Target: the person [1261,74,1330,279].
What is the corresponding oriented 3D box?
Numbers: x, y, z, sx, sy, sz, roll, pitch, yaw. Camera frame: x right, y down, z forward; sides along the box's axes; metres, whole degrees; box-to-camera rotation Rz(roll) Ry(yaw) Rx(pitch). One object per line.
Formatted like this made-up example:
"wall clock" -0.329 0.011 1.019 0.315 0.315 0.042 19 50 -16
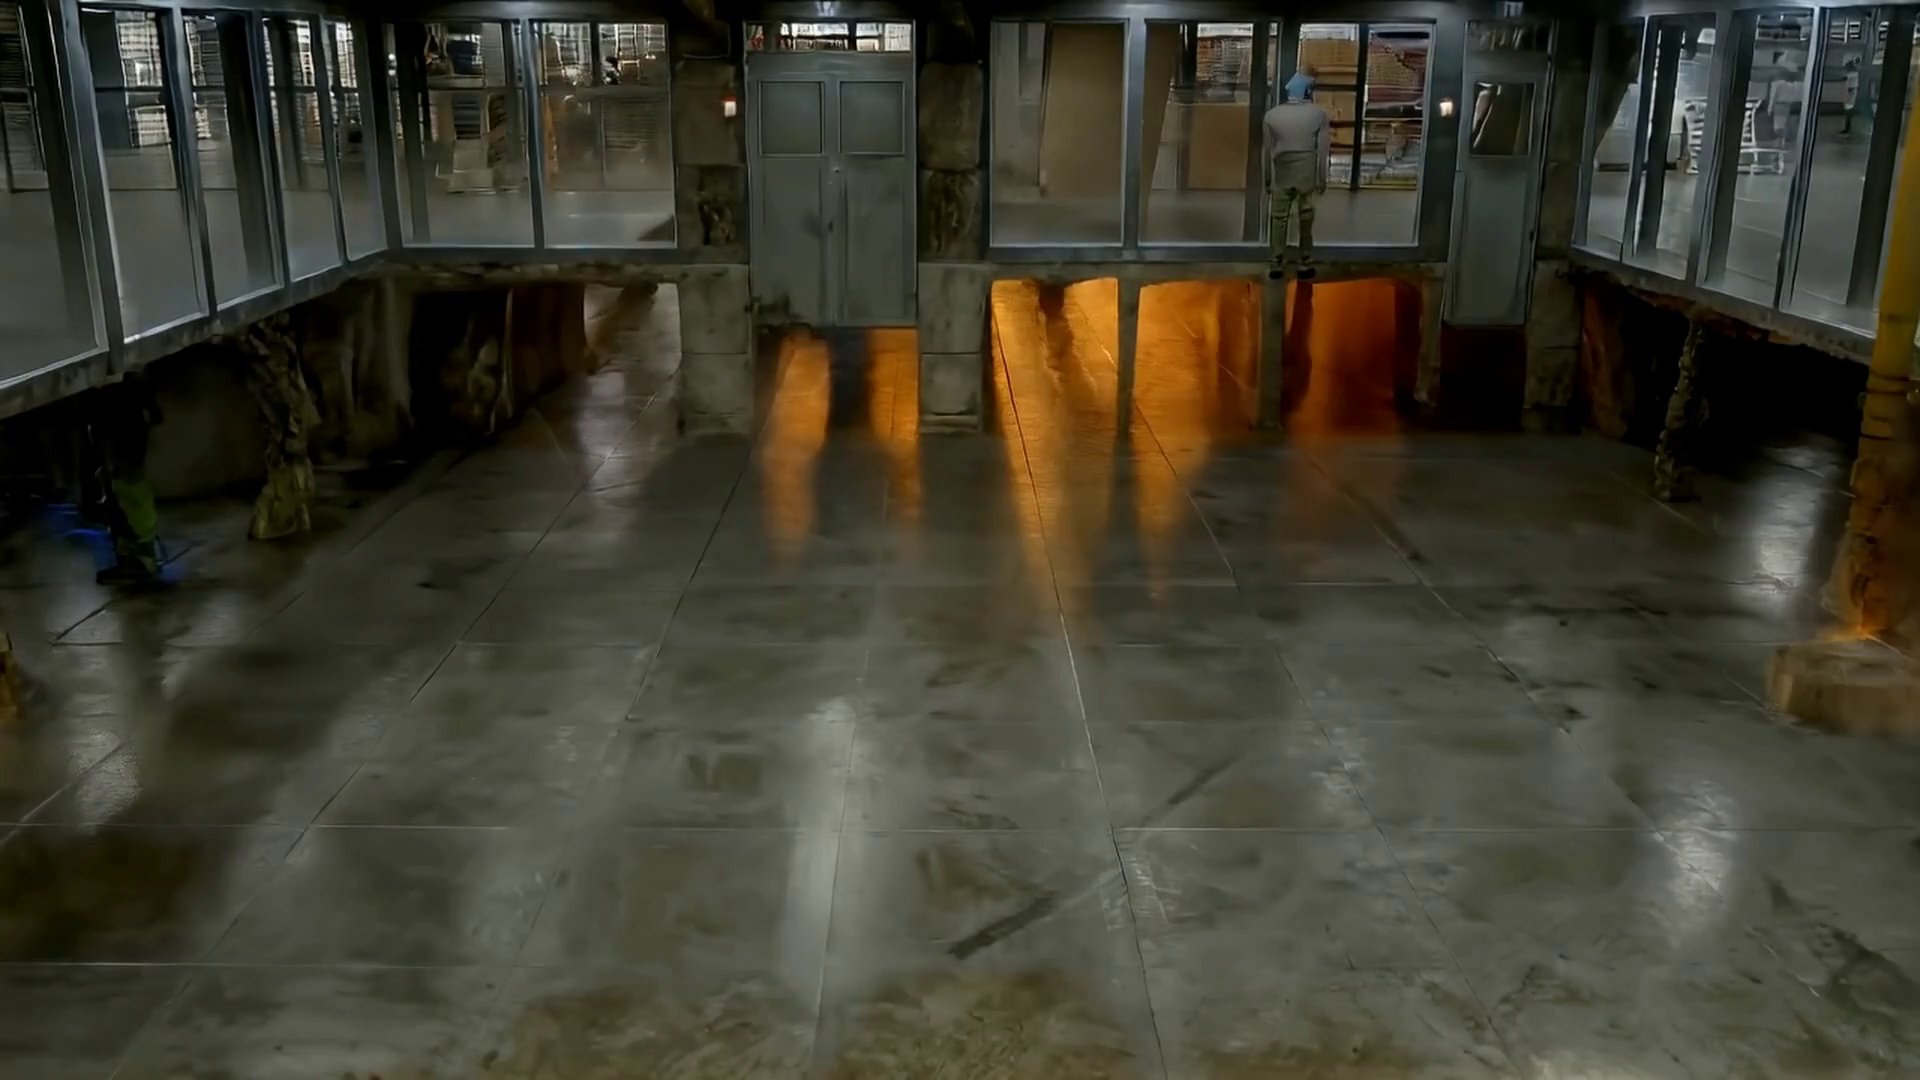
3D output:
"person" 3.196 -3.457 15.863 0.636 1.911 0.405 6 17 20
